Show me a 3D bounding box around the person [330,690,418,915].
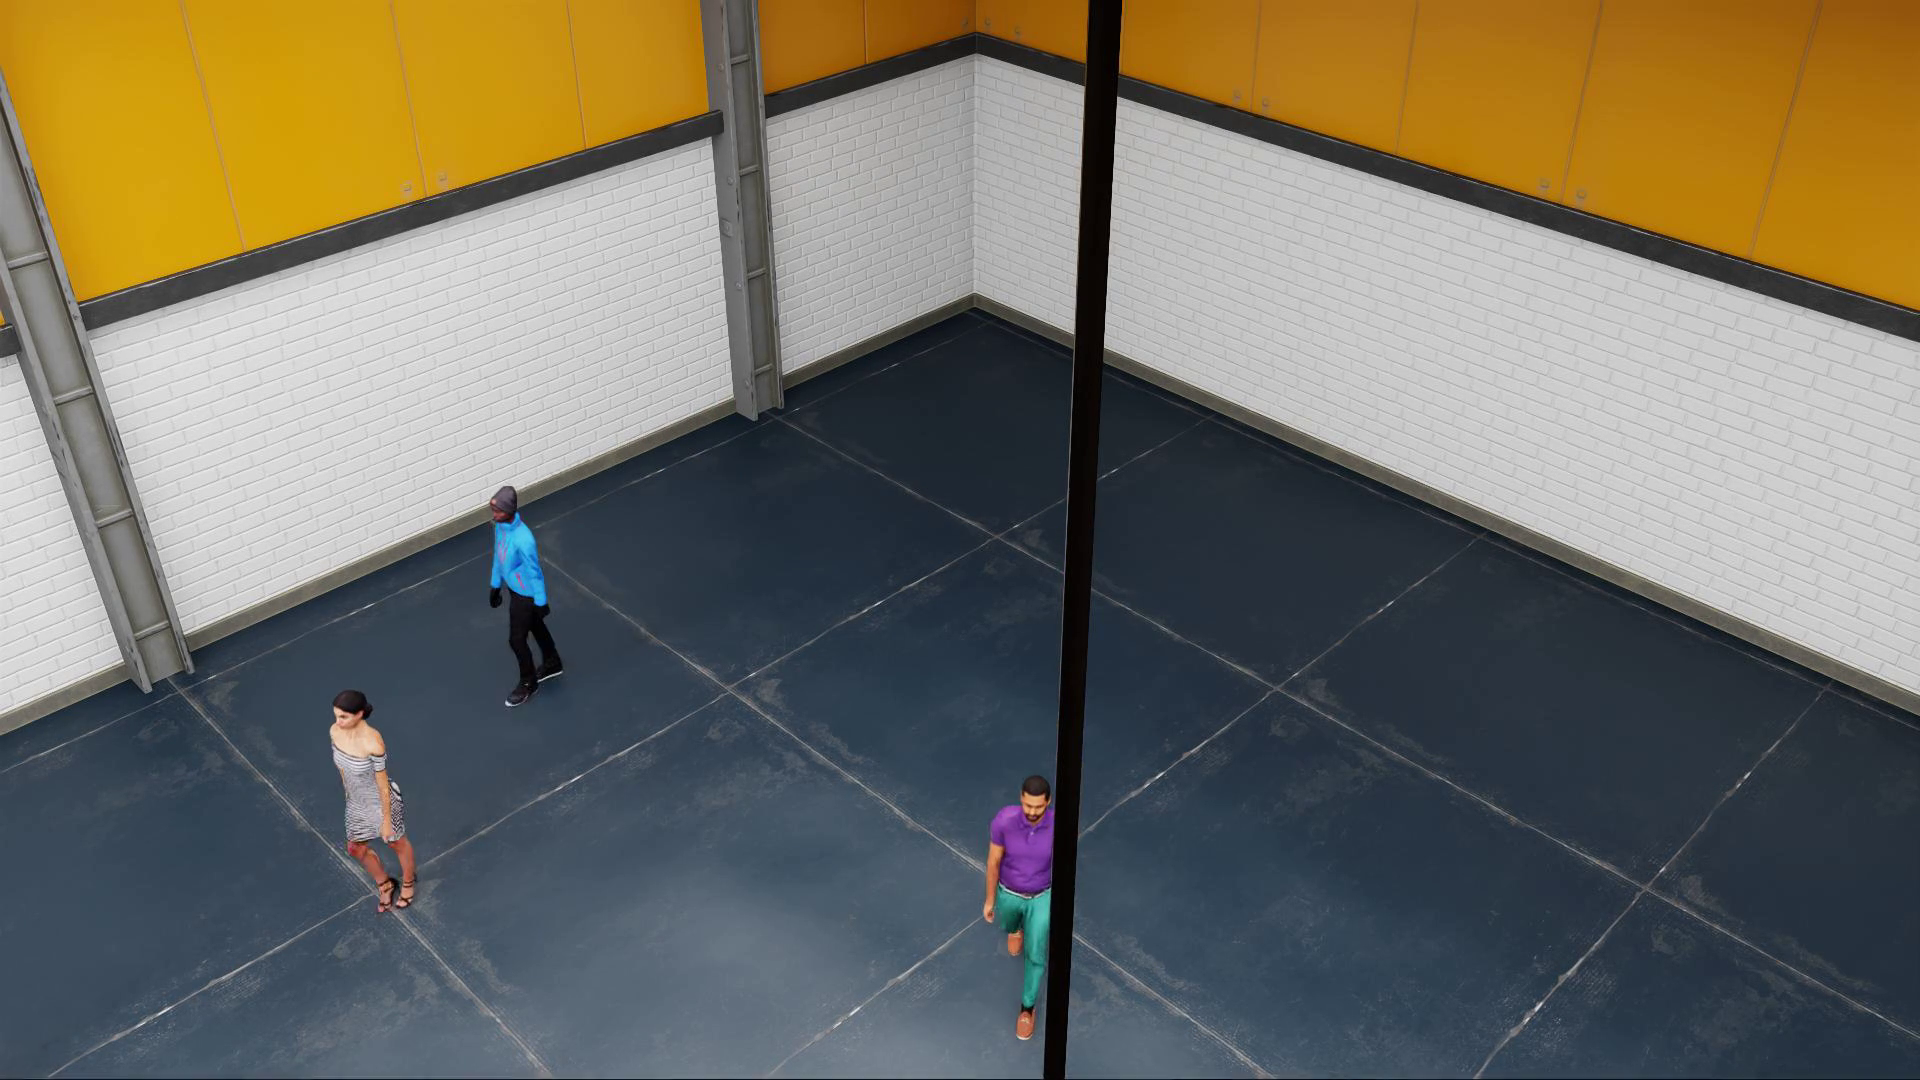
[{"bbox_3d":[-3.626,1.613,10.495,0.716,1.811,0.722,14,36,20],"label":"person"}]

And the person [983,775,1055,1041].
[{"bbox_3d":[0.393,2.033,9.930,1.106,1.736,1.249,5,34,7],"label":"person"}]

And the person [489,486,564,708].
[{"bbox_3d":[-3.178,0.337,12.441,0.811,1.782,0.653,-23,40,-31],"label":"person"}]
